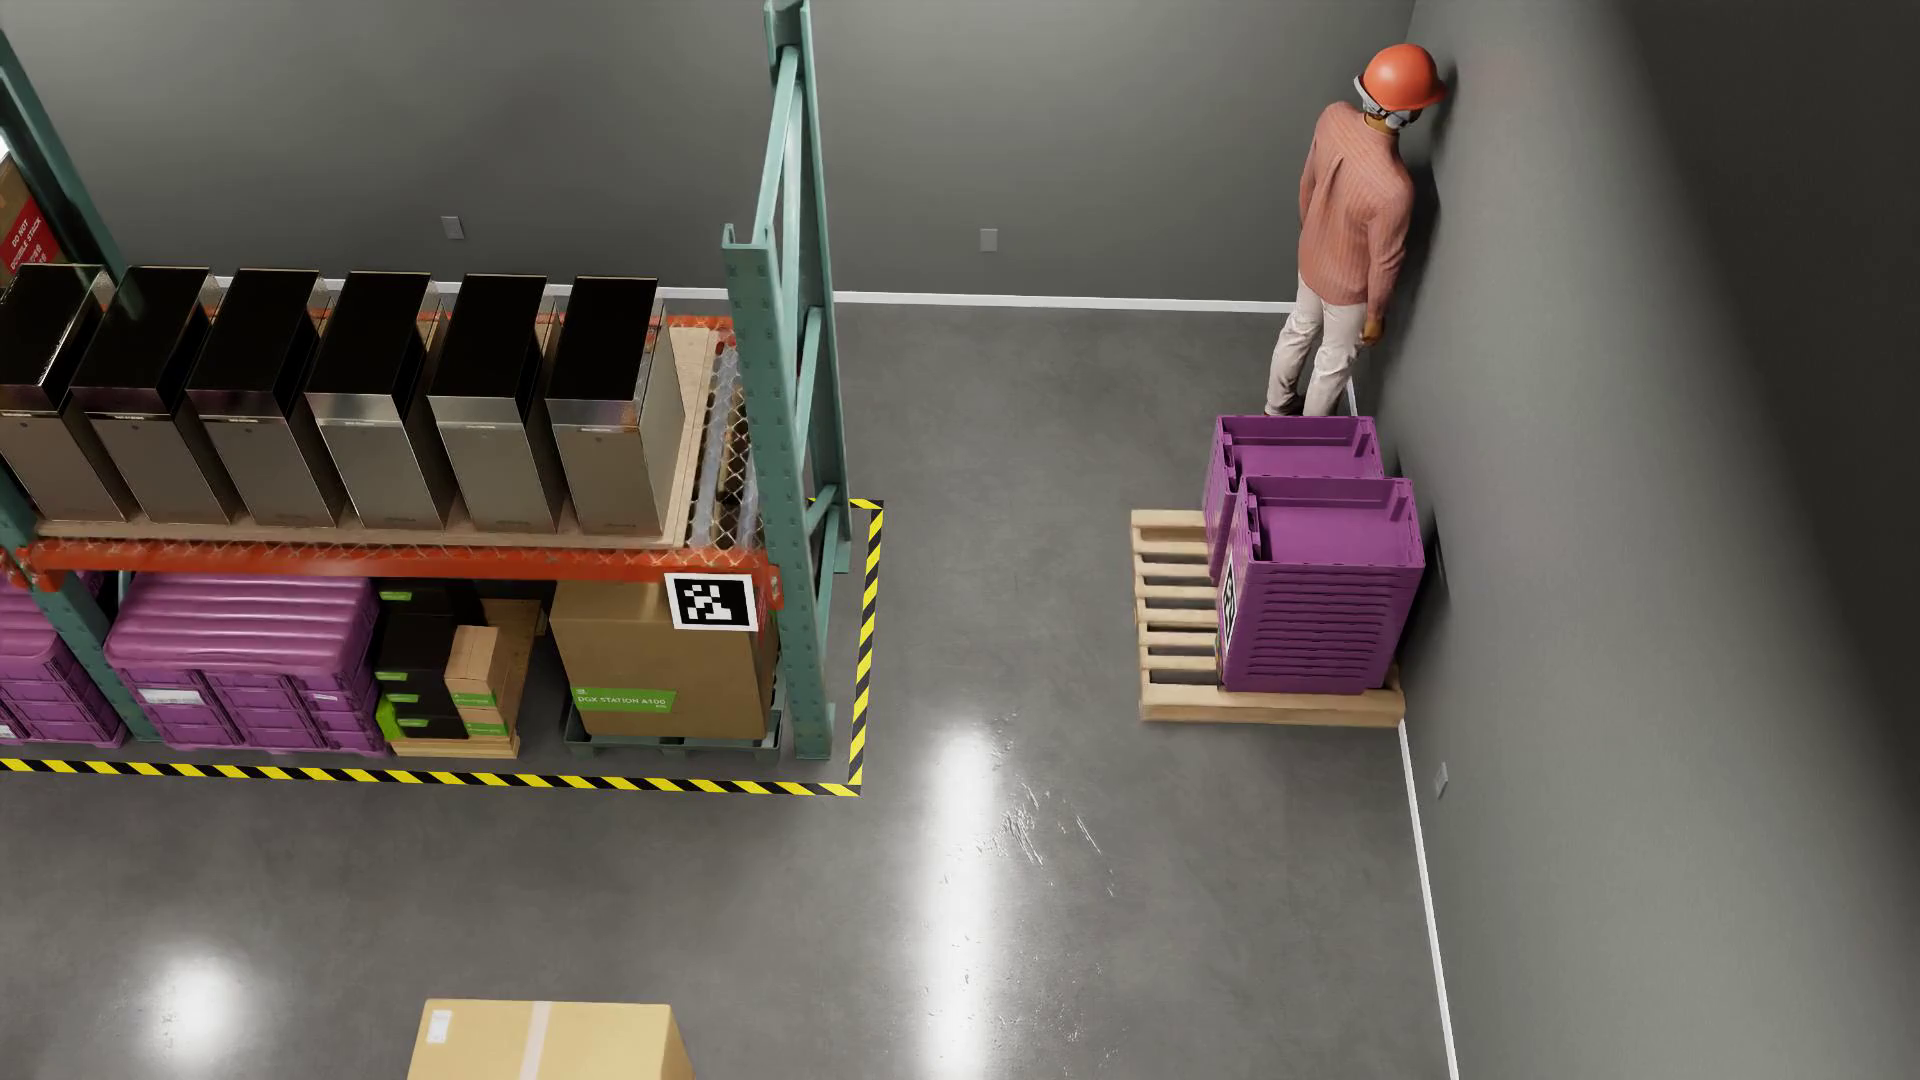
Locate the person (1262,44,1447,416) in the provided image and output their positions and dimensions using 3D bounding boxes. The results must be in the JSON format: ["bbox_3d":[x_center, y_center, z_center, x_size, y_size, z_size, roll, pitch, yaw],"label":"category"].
[{"bbox_3d":[1.519,-1.069,6.499,0.395,1.993,0.614,-16,54,-12],"label":"person"}]
